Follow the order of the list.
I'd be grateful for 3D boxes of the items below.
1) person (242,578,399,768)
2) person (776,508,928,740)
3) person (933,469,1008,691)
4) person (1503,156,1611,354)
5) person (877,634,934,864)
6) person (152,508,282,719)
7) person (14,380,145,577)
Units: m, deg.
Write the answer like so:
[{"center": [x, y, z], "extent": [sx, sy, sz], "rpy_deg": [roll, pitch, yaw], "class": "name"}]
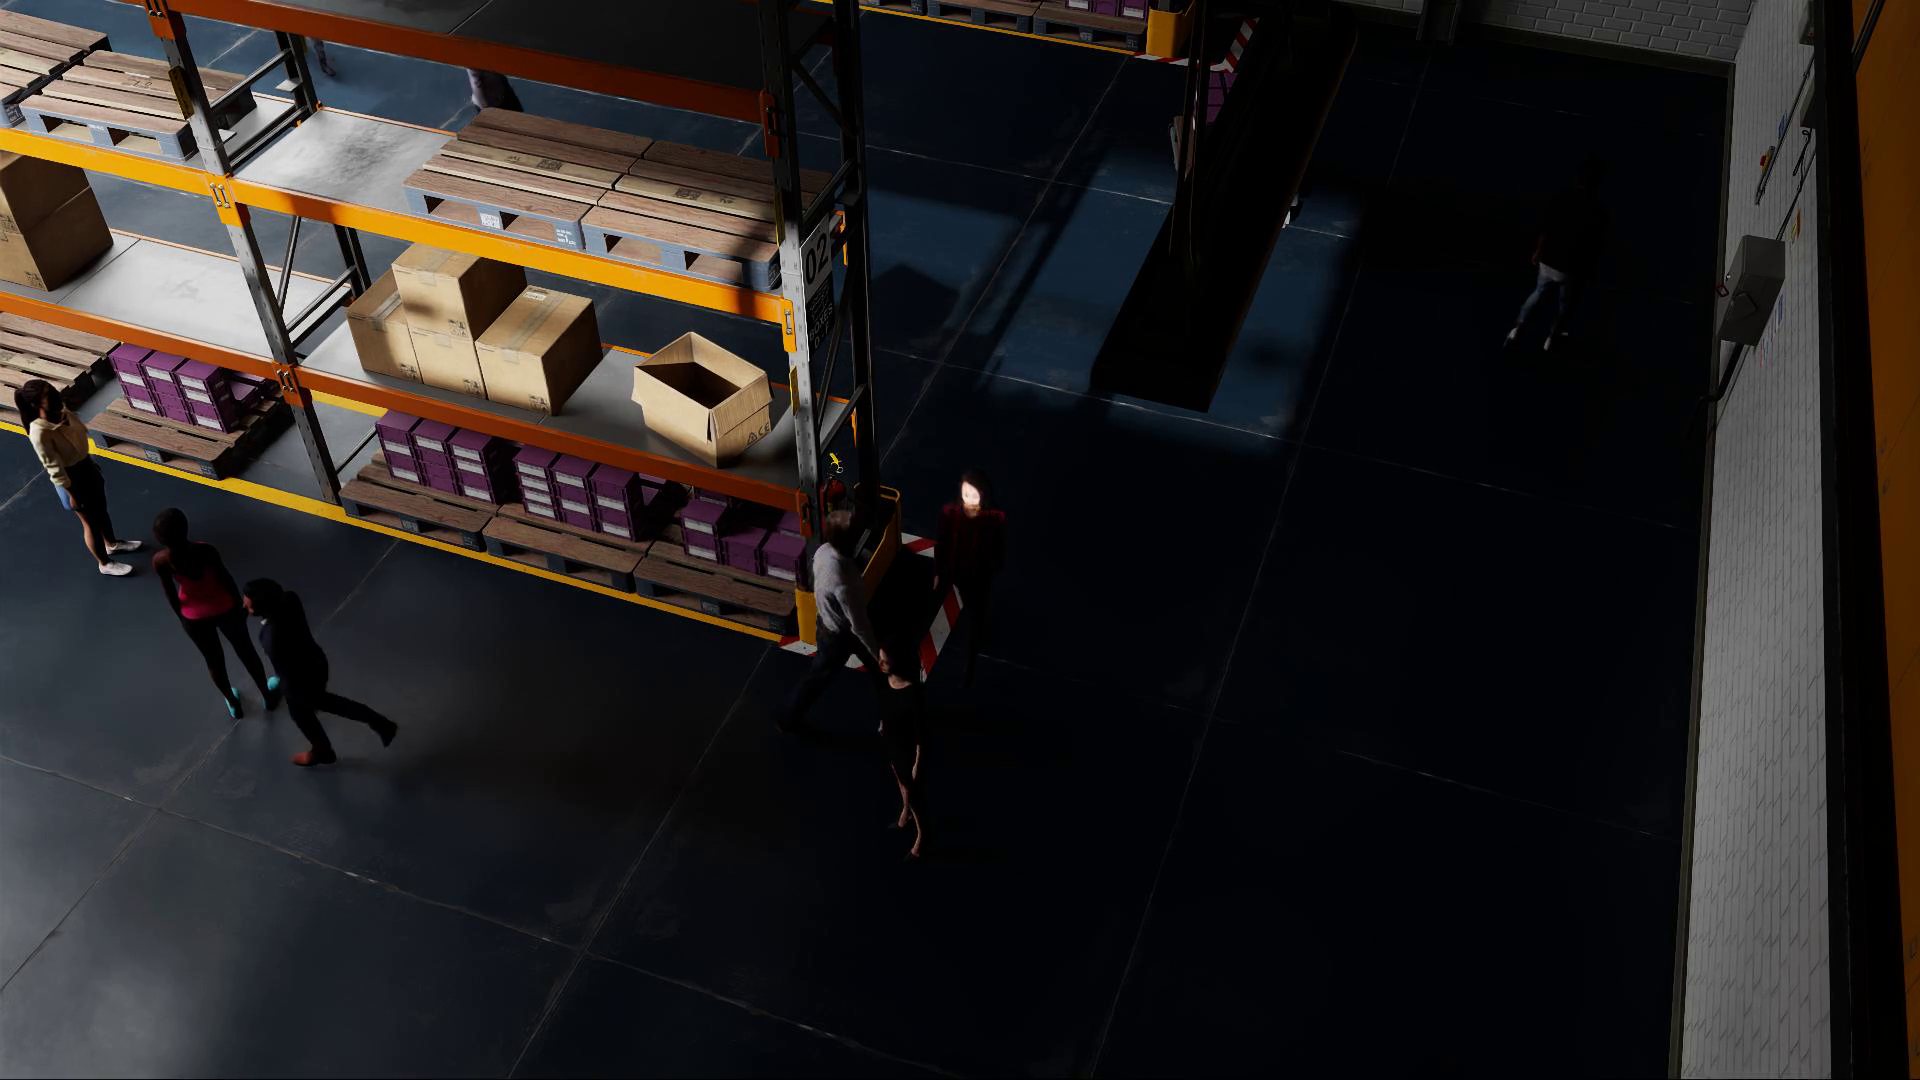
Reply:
[{"center": [-3.897, 0.818, 10.089], "extent": [1.062, 1.706, 0.879], "rpy_deg": [-1, 44, -1], "class": "person"}, {"center": [-0.825, 0.594, 10.285], "extent": [1.319, 1.761, 1.056], "rpy_deg": [-5, 44, -6], "class": "person"}, {"center": [0.069, 0.109, 10.896], "extent": [0.984, 1.621, 0.750], "rpy_deg": [8, 44, 8], "class": "person"}, {"center": [4.756, -2.193, 13.188], "extent": [1.032, 1.792, 1.046], "rpy_deg": [-31, 52, -28], "class": "person"}, {"center": [-0.292, 1.189, 9.631], "extent": [0.719, 1.801, 0.667], "rpy_deg": [-17, 46, -17], "class": "person"}, {"center": [-4.707, 0.464, 10.449], "extent": [0.644, 1.723, 0.717], "rpy_deg": [-12, 45, -12], "class": "person"}, {"center": [-6.095, -0.444, 11.468], "extent": [0.709, 1.632, 0.720], "rpy_deg": [-4, 44, -4], "class": "person"}]
